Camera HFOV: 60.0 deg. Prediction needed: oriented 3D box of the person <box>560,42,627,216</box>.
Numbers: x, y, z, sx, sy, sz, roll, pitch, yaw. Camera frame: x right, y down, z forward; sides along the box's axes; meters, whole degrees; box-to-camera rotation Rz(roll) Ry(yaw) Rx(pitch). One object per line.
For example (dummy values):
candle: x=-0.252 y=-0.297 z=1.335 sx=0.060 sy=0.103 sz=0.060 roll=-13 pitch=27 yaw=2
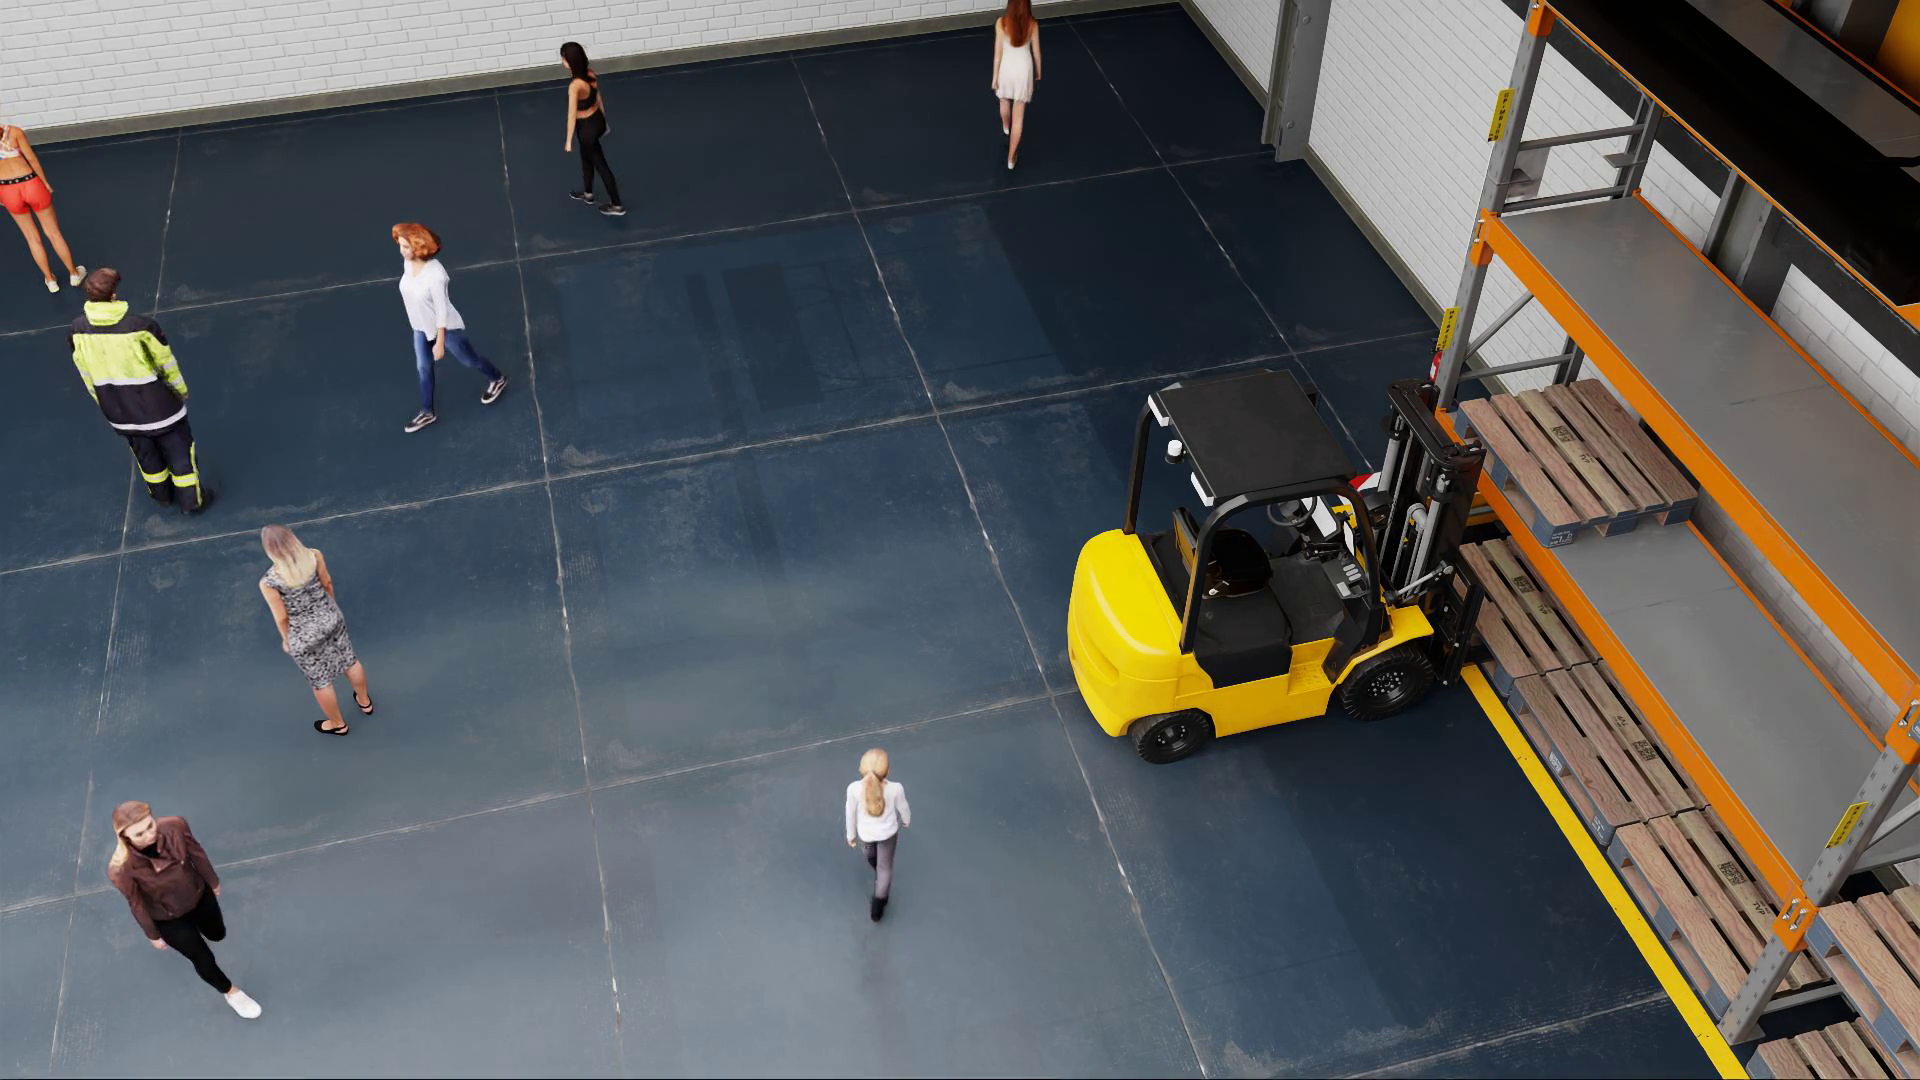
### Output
person: x=-3.141 y=-3.550 z=14.487 sx=0.881 sy=1.628 sz=0.869 roll=12 pitch=45 yaw=12

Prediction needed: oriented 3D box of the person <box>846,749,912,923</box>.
person: x=-0.472 y=1.673 z=9.274 sx=0.668 sy=1.257 sz=0.873 roll=3 pitch=44 yaw=4

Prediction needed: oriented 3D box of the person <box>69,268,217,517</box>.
person: x=-5.705 y=-1.014 z=11.577 sx=0.827 sy=1.971 sz=0.788 roll=-11 pitch=45 yaw=-12

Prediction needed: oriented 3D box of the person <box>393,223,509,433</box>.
person: x=-3.817 y=-1.648 z=12.456 sx=1.123 sy=1.677 sz=1.127 roll=26 pitch=50 yaw=25

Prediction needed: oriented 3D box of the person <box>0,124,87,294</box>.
person: x=-7.676 y=-2.844 z=13.628 sx=0.606 sy=1.792 sz=0.592 roll=-16 pitch=46 yaw=-16

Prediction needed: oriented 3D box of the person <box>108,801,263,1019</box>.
person: x=-4.134 y=1.890 z=8.734 sx=1.035 sy=1.688 sz=0.953 roll=25 pitch=49 yaw=24

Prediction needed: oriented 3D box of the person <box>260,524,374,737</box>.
person: x=-3.933 y=0.544 z=10.134 sx=0.671 sy=1.706 sz=0.639 roll=29 pitch=51 yaw=27

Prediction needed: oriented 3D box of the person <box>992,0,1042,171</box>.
person: x=0.497 y=-4.171 z=15.105 sx=0.851 sy=1.676 sz=1.136 roll=4 pitch=44 yaw=4
